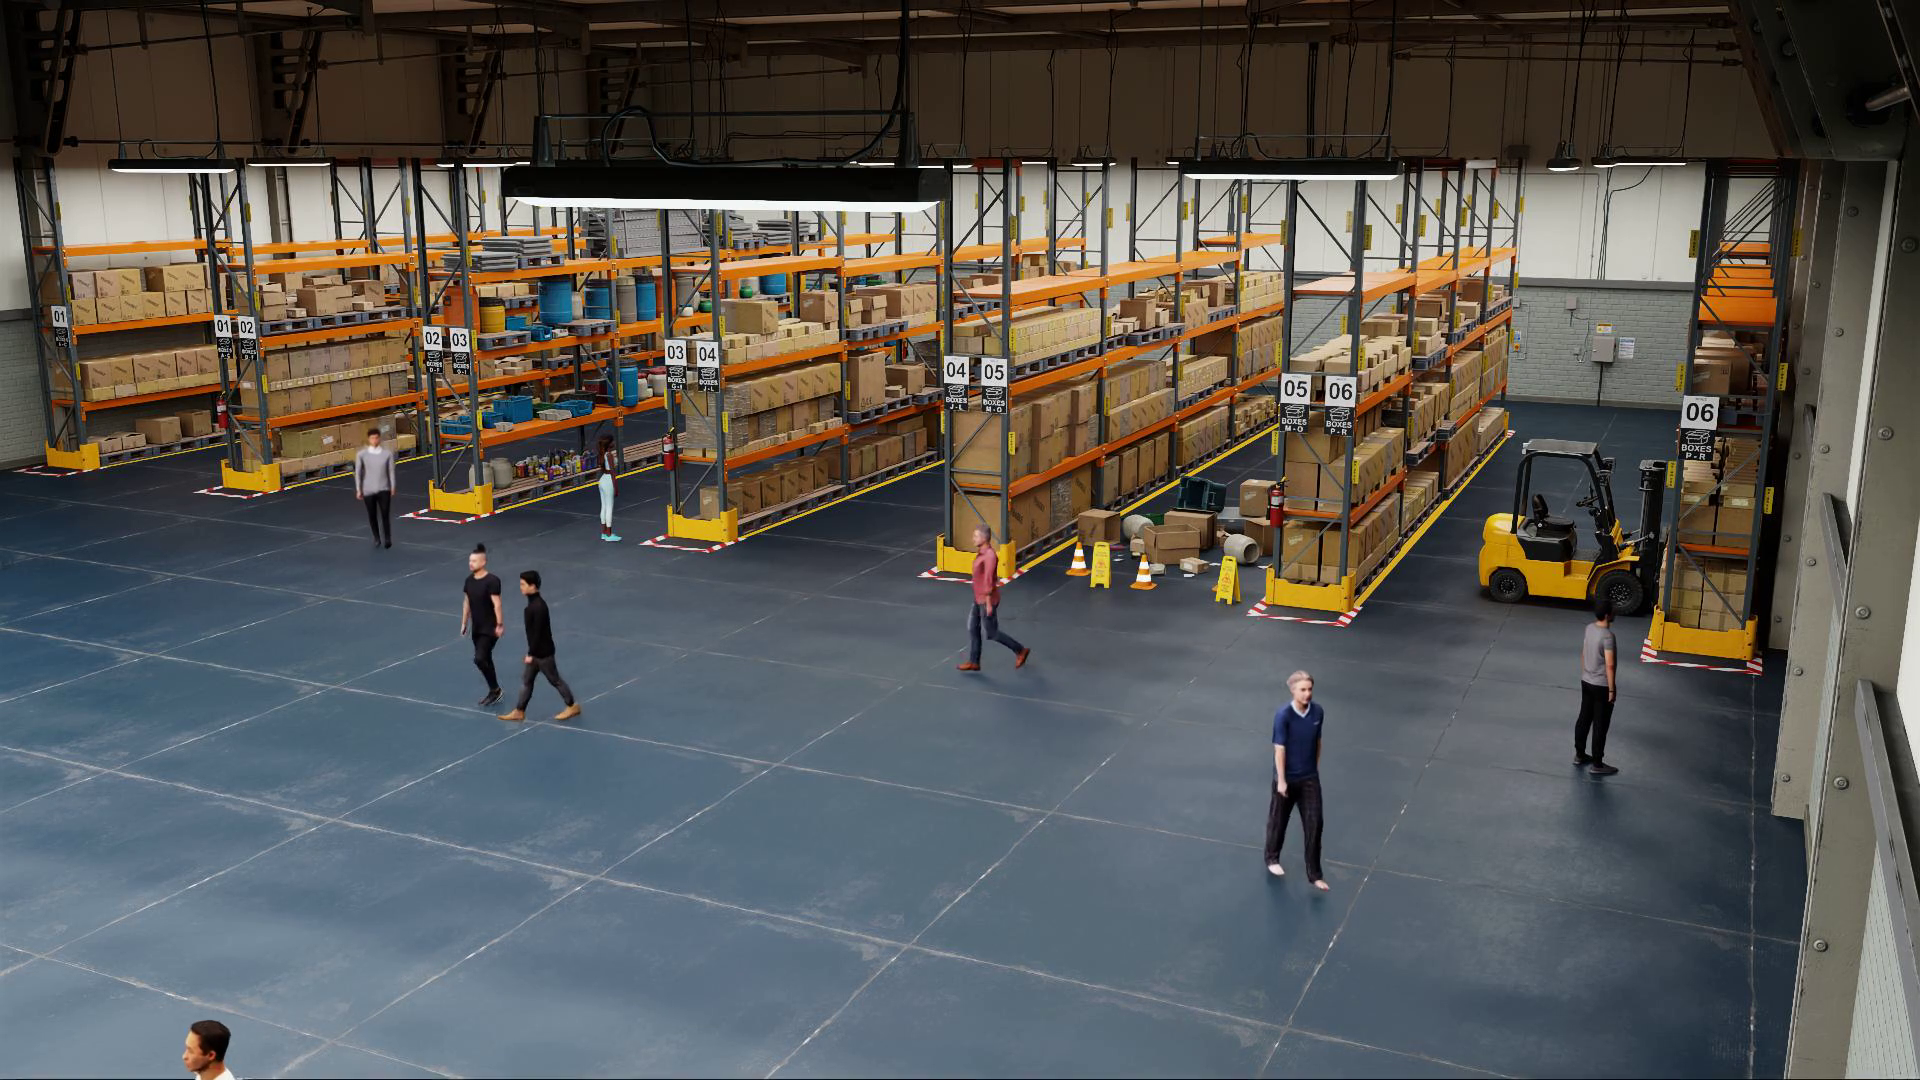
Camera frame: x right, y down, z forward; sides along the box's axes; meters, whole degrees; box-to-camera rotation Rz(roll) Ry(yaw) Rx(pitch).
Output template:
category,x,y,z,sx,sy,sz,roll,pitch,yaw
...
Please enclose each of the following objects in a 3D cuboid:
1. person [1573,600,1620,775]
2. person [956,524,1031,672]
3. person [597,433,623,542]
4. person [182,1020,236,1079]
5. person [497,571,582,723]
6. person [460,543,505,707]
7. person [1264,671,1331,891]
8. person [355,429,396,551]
category,x,y,z,sx,sy,sz,roll,pitch,yaw
person,6.387,1.442,16.649,0.757,1.755,0.677,-3,13,-14
person,0.403,0.711,19.702,1.105,1.802,1.166,-1,13,-5
person,-5.640,-0.859,26.652,0.678,1.724,0.659,-9,16,-34
person,-3.694,3.295,8.576,1.032,1.786,0.873,-11,17,-39
person,-4.445,1.179,17.951,1.196,1.679,1.071,-6,14,-25
person,-5.256,0.935,18.616,0.741,1.855,0.703,10,16,36
person,2.783,1.988,14.105,1.019,1.839,1.097,-3,13,-14
person,-9.142,-0.787,26.019,1.242,1.870,1.307,-4,14,-19
